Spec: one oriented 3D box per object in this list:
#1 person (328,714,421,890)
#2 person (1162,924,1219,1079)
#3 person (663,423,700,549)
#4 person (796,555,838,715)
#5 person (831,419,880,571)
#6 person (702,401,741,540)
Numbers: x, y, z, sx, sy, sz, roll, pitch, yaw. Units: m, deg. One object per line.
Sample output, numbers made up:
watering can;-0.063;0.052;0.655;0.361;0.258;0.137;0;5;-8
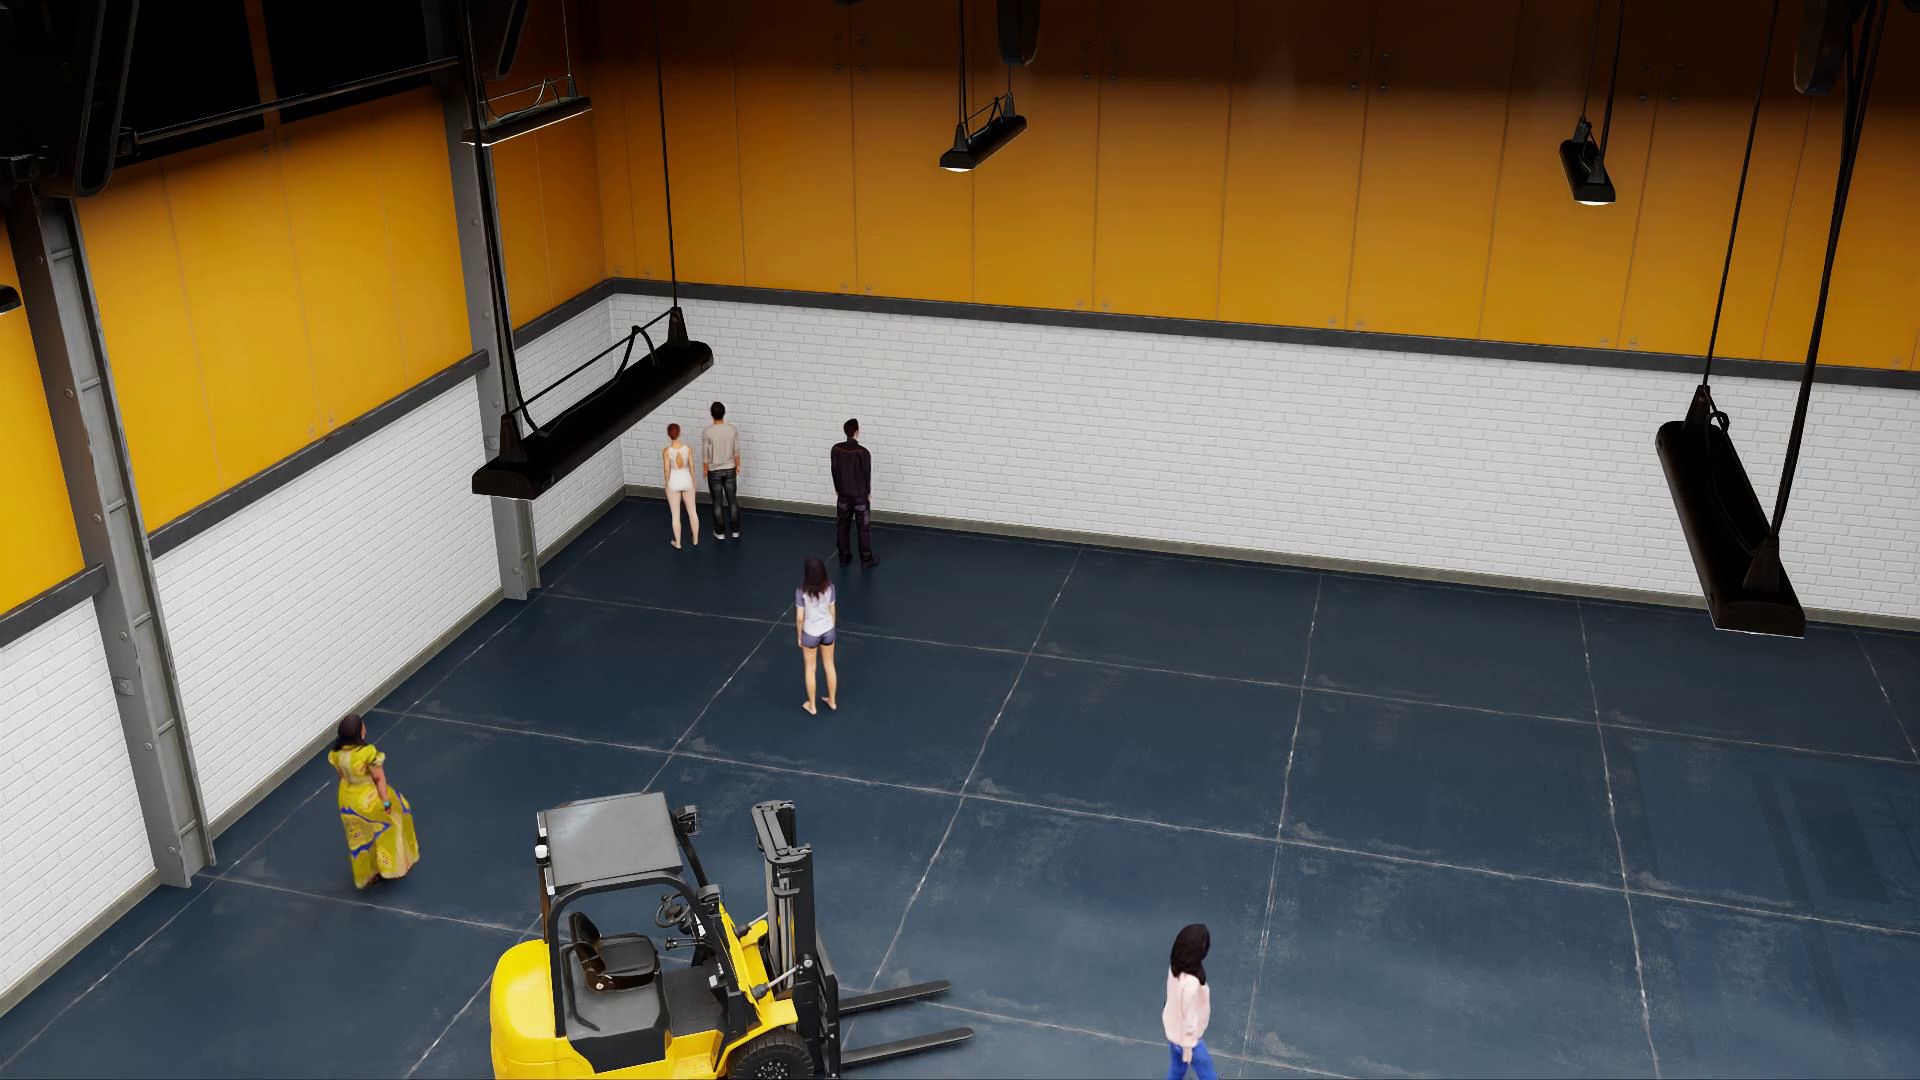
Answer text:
person;-5.108;2.273;14.181;0.719;1.648;0.824;7;25;15
person;1.475;3.405;11.452;0.819;1.758;0.677;-2;24;-4
person;-3.524;-0.688;20.960;0.620;1.643;0.656;-10;25;-21
person;-1.456;0.962;17.076;0.646;1.732;0.683;-10;25;-21
person;-1.301;-0.572;20.356;0.705;1.915;0.615;9;25;19
person;-3.035;-0.890;21.215;0.704;1.808;0.728;-9;25;-20
